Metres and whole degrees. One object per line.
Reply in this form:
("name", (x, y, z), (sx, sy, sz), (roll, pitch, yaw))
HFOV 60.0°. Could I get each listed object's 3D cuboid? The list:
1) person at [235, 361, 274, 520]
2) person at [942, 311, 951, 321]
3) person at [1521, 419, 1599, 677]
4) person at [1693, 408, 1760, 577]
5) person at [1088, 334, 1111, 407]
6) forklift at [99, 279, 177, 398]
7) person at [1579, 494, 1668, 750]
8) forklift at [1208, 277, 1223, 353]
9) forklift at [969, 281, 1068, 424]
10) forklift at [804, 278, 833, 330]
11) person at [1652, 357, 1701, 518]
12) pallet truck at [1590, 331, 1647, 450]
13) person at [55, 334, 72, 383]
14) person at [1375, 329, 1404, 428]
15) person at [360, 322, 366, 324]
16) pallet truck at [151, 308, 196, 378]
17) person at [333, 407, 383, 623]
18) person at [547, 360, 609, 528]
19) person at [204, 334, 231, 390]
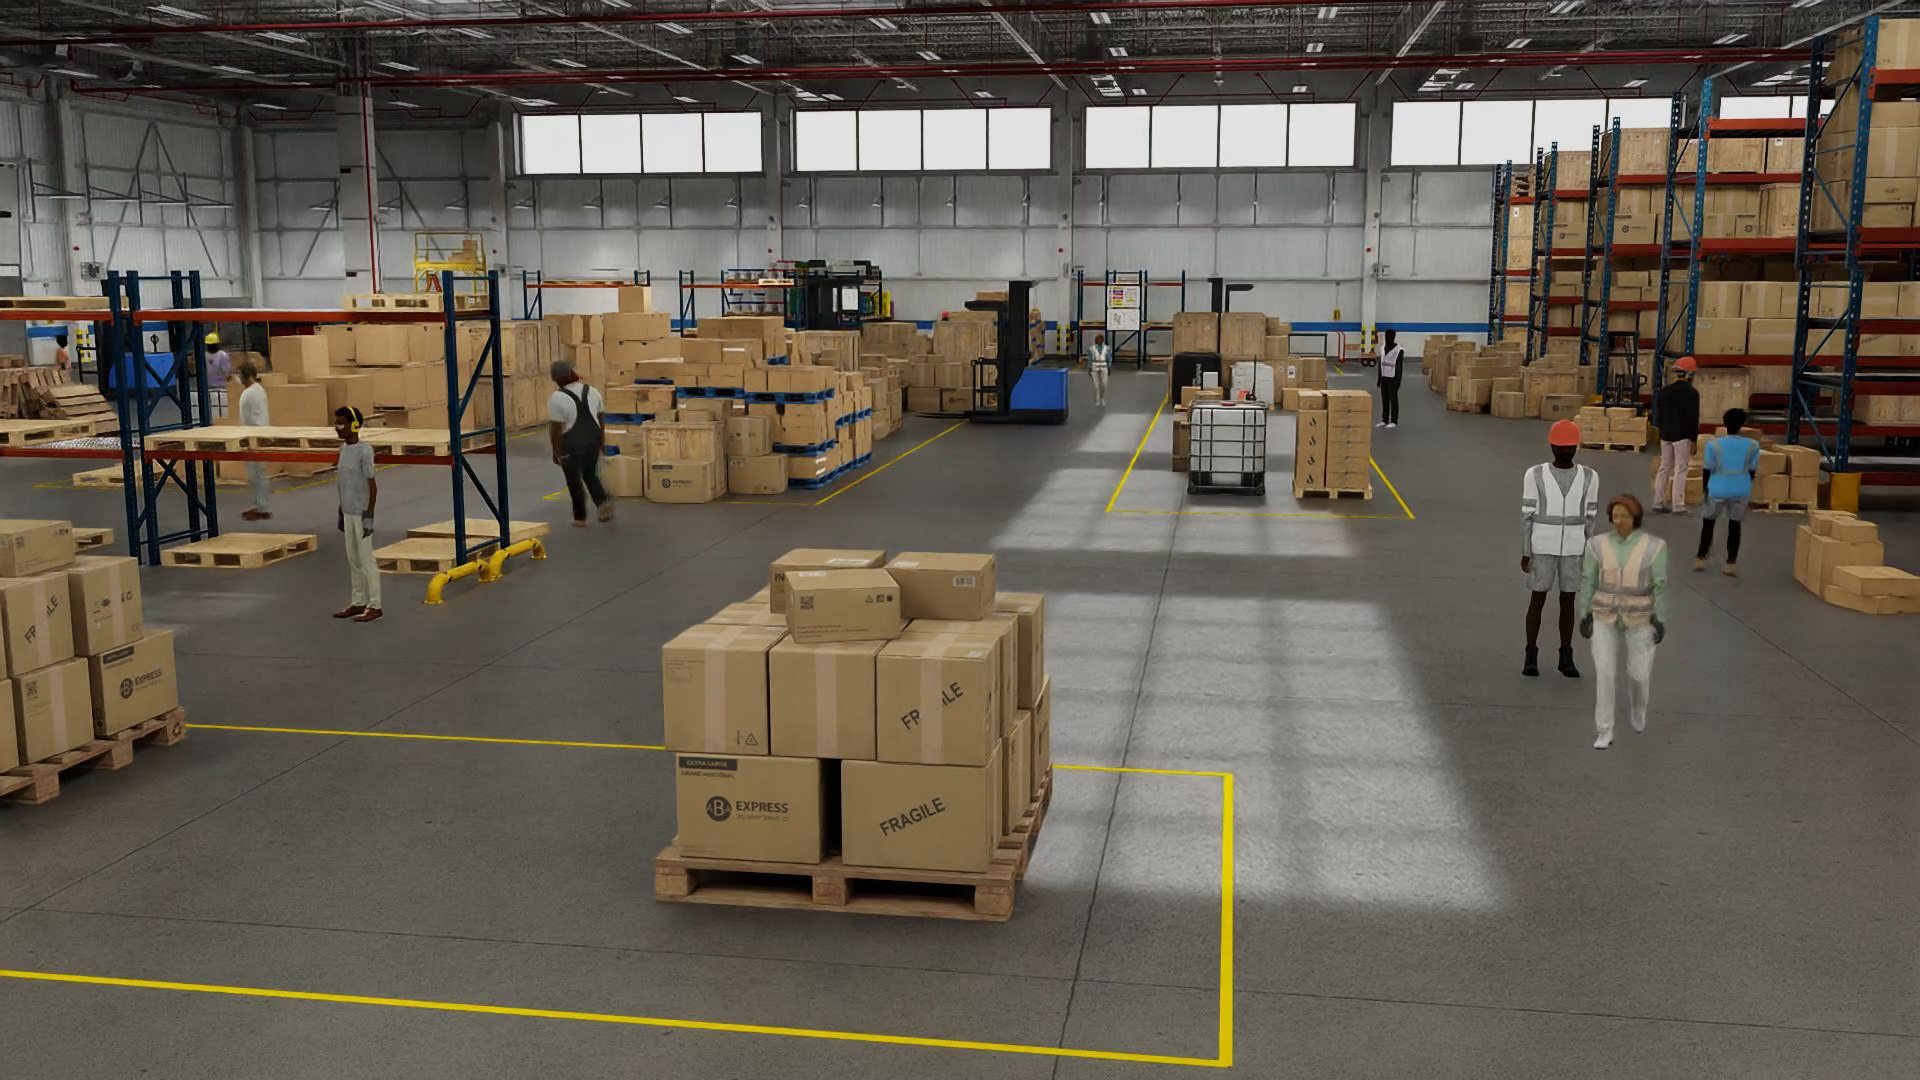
("person", (-8.608, -1.215, 20.308), (0.356, 1.937, 0.635), (-5, 11, -30))
("person", (-0.313, -5.371, 46.053), (0.941, 1.891, 0.570), (-1, 9, -9))
("person", (4.465, 0.065, 12.411), (0.545, 1.938, 0.361), (1, 9, 8))
("person", (7.634, -0.475, 16.535), (0.553, 1.678, 0.445), (2, 9, 13))
("person", (3.106, -3.762, 36.988), (0.539, 1.609, 0.684), (0, 9, -2))
("forklift", (-19.606, -4.720, 39.027), (1.873, 2.768, 1.129), (1, 9, 9))
("person", (4.222, 0.508, 10.608), (0.537, 1.625, 0.467), (5, 11, 30))
("forklift", (7.444, -6.244, 48.423), (1.873, 2.768, 1.129), (1, 9, 9))
("forklift", (1.194, -3.753, 33.059), (1.873, 2.768, 1.129), (1, 9, 9))
("forklift", (-3.630, -5.346, 42.886), (1.873, 2.768, 1.129), (-6, 11, -35))
("person", (8.863, -1.261, 20.471), (0.410, 1.984, 0.607), (-3, 10, -19))
("pallet truck", (11.253, -2.573, 28.499), (0.823, 1.965, 1.885), (5, 10, 27))
("person", (-19.306, -3.593, 35.751), (0.485, 1.686, 0.542), (-5, 10, -27))
("person", (8.315, -3.116, 32.127), (0.397, 1.911, 0.587), (-5, 11, -30))
("person", (-12.767, -3.689, 35.613), (0.664, 1.917, 0.714), (0, 9, -3))
("pallet truck", (-21.869, -5.598, 47.154), (0.823, 1.965, 1.885), (4, 10, 26))
("person", (-5.237, -0.222, 14.391), (0.526, 1.871, 0.324), (8, 12, 39))
("person", (-4.514, -1.143, 19.548), (0.756, 2.000, 0.548), (-9, 13, -43))
("person", (-13.822, -2.906, 30.979), (0.593, 1.865, 1.045), (1, 9, 9))
